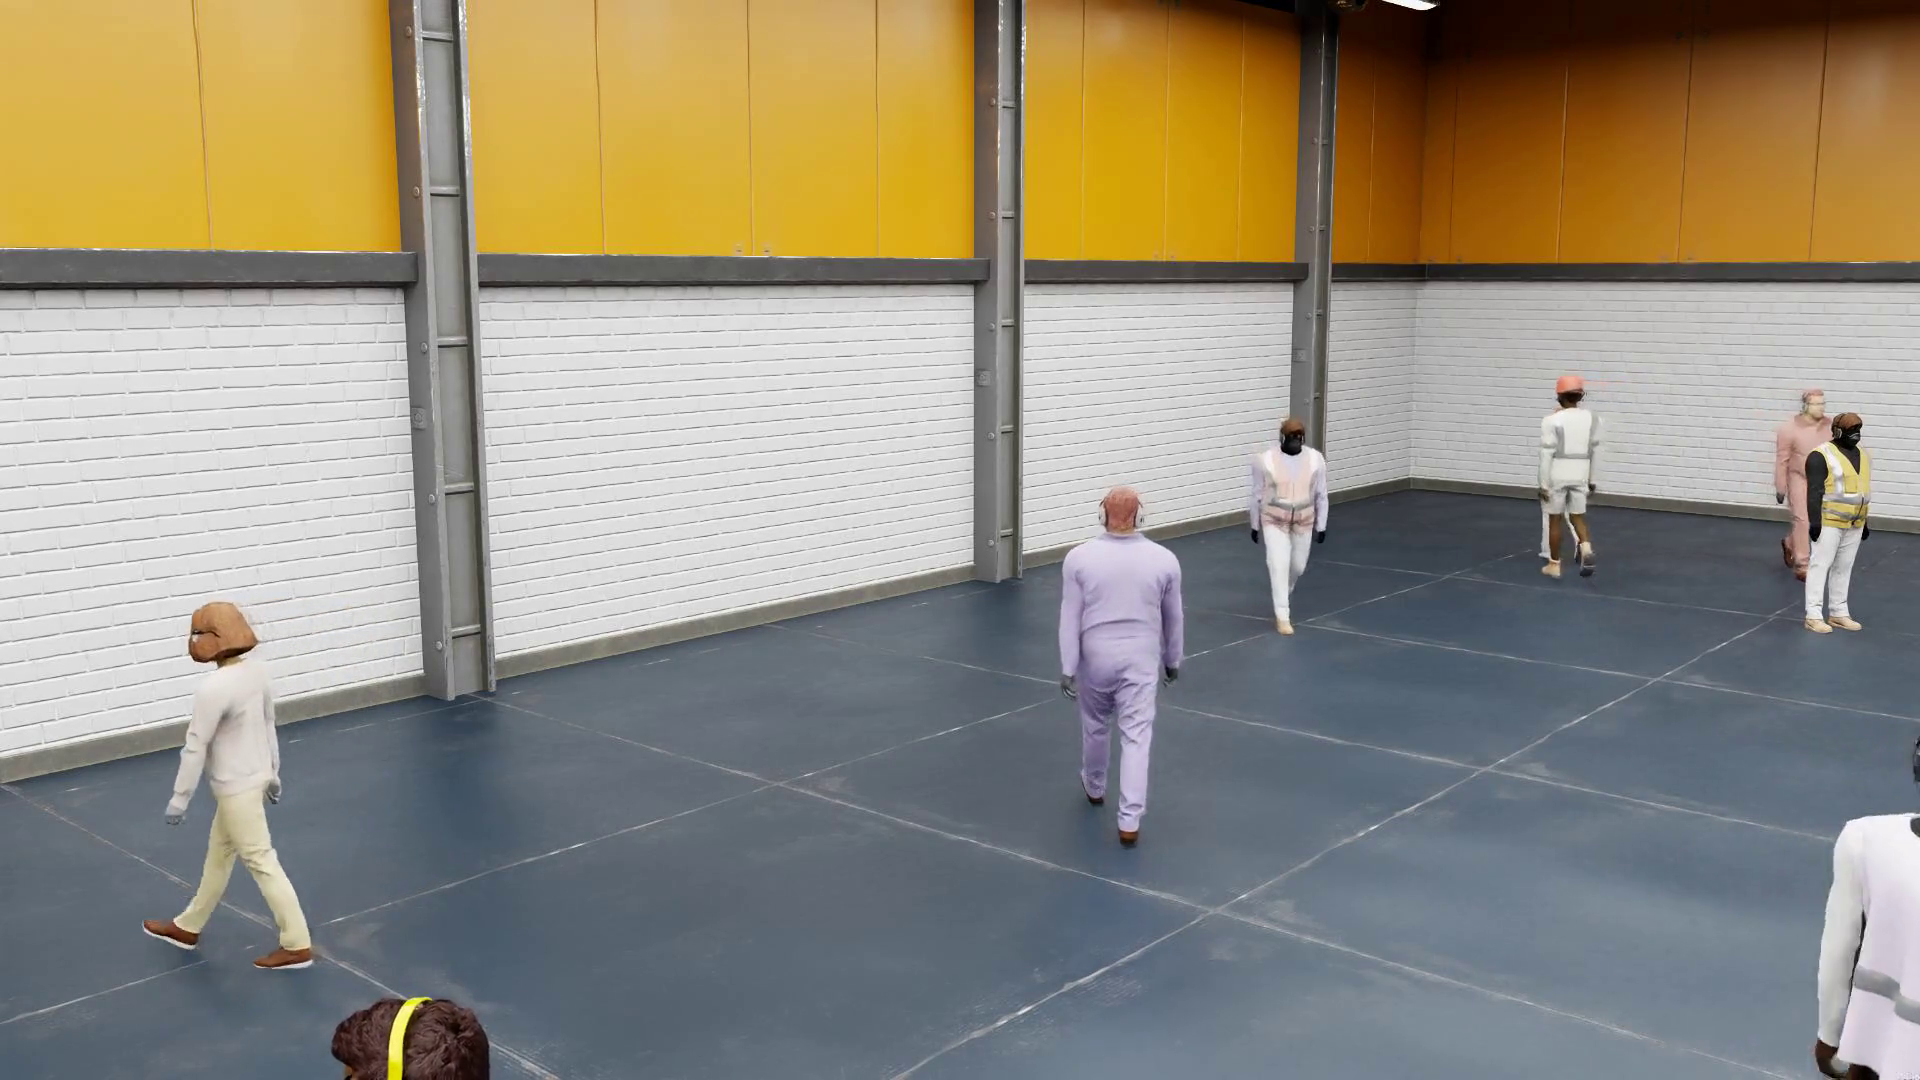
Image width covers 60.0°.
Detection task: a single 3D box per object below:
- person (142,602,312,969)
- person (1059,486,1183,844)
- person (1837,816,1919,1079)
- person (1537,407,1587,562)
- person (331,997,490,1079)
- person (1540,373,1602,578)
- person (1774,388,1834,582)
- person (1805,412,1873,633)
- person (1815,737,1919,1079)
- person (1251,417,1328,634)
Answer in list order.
[{"bbox_3d":[-3.183,1.059,7.110,0.830,1.594,0.504,0,9,-1],"label":"person"},{"bbox_3d":[0.863,0.632,8.971,0.675,1.851,0.999,0,9,0],"label":"person"},{"bbox_3d":[2.450,1.371,4.188,0.470,1.903,0.596,0,9,-3],"label":"person"},{"bbox_3d":[6.251,-0.560,17.213,0.523,1.620,0.668,0,9,-3],"label":"person"},{"bbox_3d":[-0.813,1.626,2.708,0.319,1.863,0.521,-4,10,-24],"label":"person"},{"bbox_3d":[5.924,-0.600,16.161,0.623,2.030,0.664,-1,9,-6],"label":"person"},{"bbox_3d":[8.300,-0.551,16.314,0.651,1.888,0.753,-1,9,-8],"label":"person"},{"bbox_3d":[7.356,-0.147,13.907,0.626,1.844,0.429,-3,10,-20],"label":"person"},{"bbox_3d":[2.608,1.354,4.434,0.591,1.858,0.770,4,10,24],"label":"person"},{"bbox_3d":[2.773,-0.158,14.104,0.641,1.811,0.839,0,9,-2],"label":"person"}]
